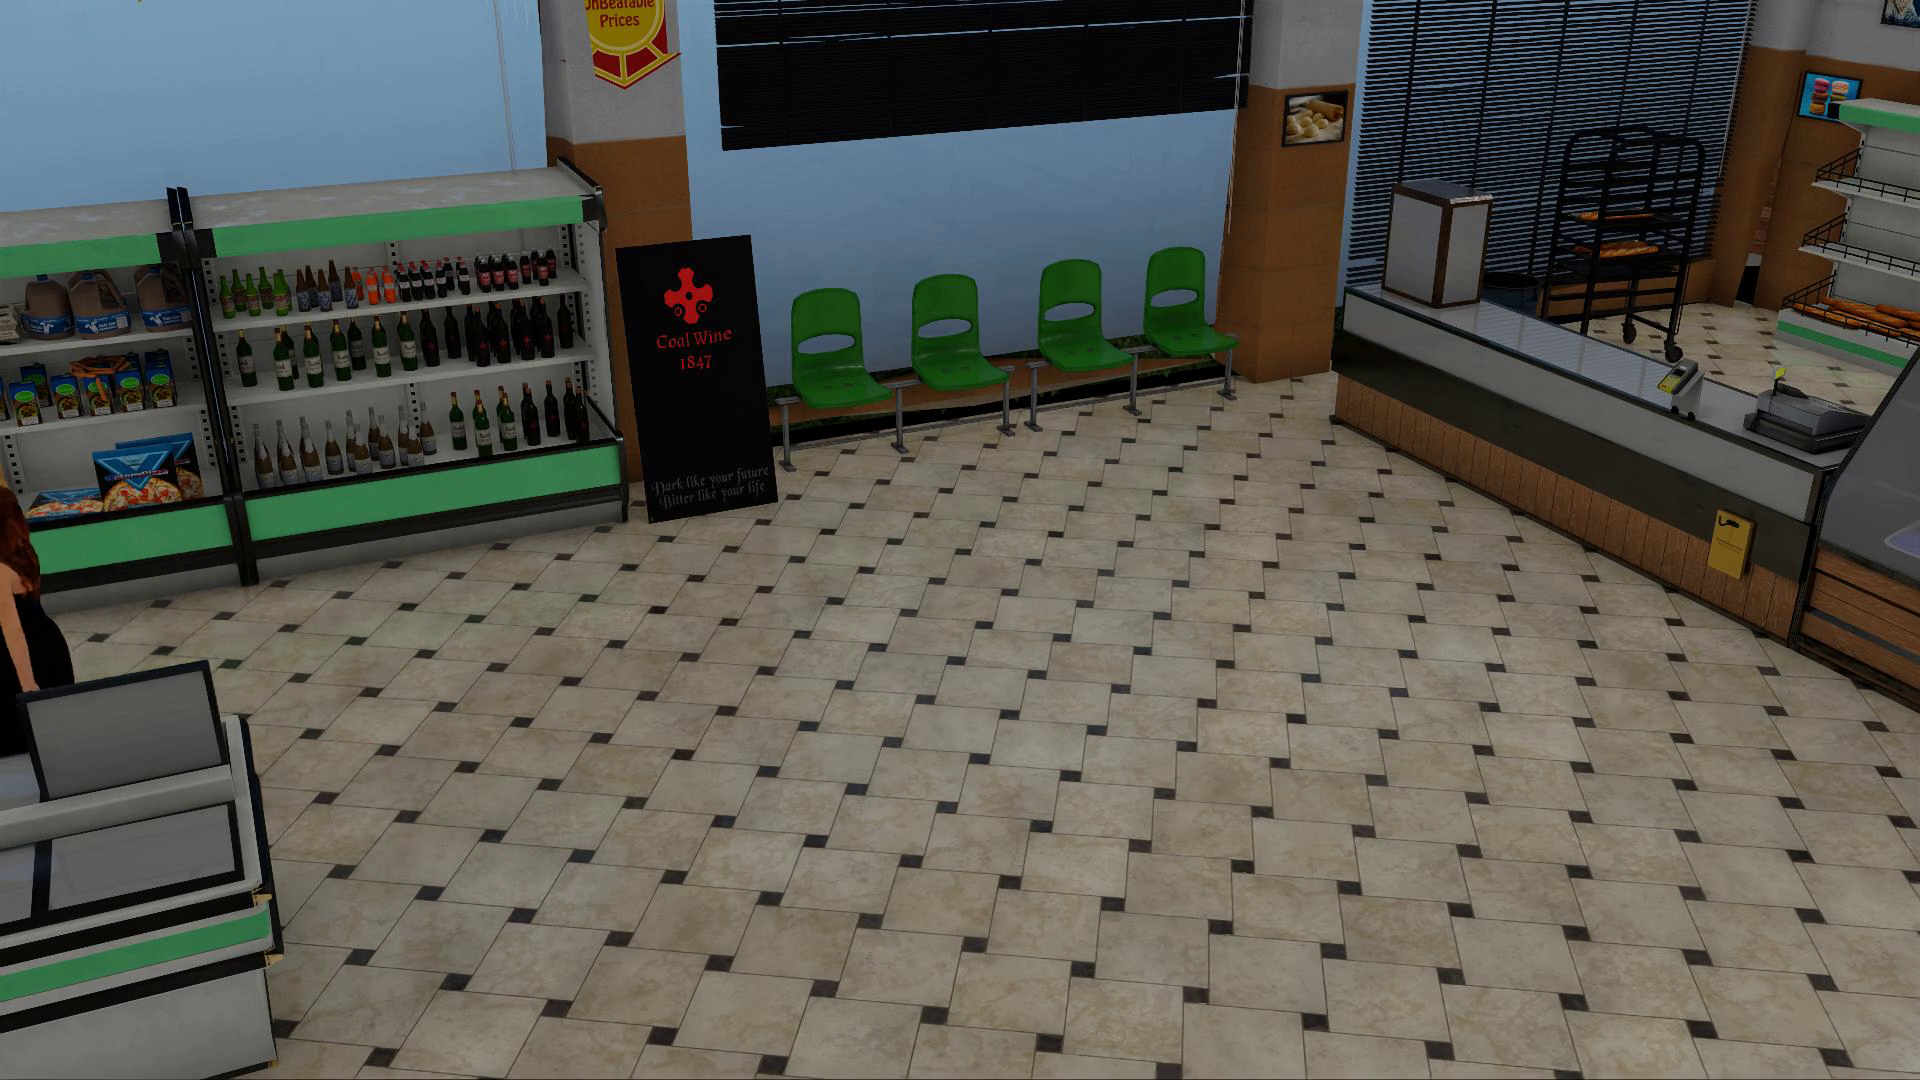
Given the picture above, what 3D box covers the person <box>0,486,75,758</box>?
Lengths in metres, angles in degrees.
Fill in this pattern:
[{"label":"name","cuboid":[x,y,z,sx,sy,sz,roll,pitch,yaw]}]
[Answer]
[{"label":"person","cuboid":[-3.791,0.507,6.956,0.630,1.611,0.624,-6,24,-13]}]
